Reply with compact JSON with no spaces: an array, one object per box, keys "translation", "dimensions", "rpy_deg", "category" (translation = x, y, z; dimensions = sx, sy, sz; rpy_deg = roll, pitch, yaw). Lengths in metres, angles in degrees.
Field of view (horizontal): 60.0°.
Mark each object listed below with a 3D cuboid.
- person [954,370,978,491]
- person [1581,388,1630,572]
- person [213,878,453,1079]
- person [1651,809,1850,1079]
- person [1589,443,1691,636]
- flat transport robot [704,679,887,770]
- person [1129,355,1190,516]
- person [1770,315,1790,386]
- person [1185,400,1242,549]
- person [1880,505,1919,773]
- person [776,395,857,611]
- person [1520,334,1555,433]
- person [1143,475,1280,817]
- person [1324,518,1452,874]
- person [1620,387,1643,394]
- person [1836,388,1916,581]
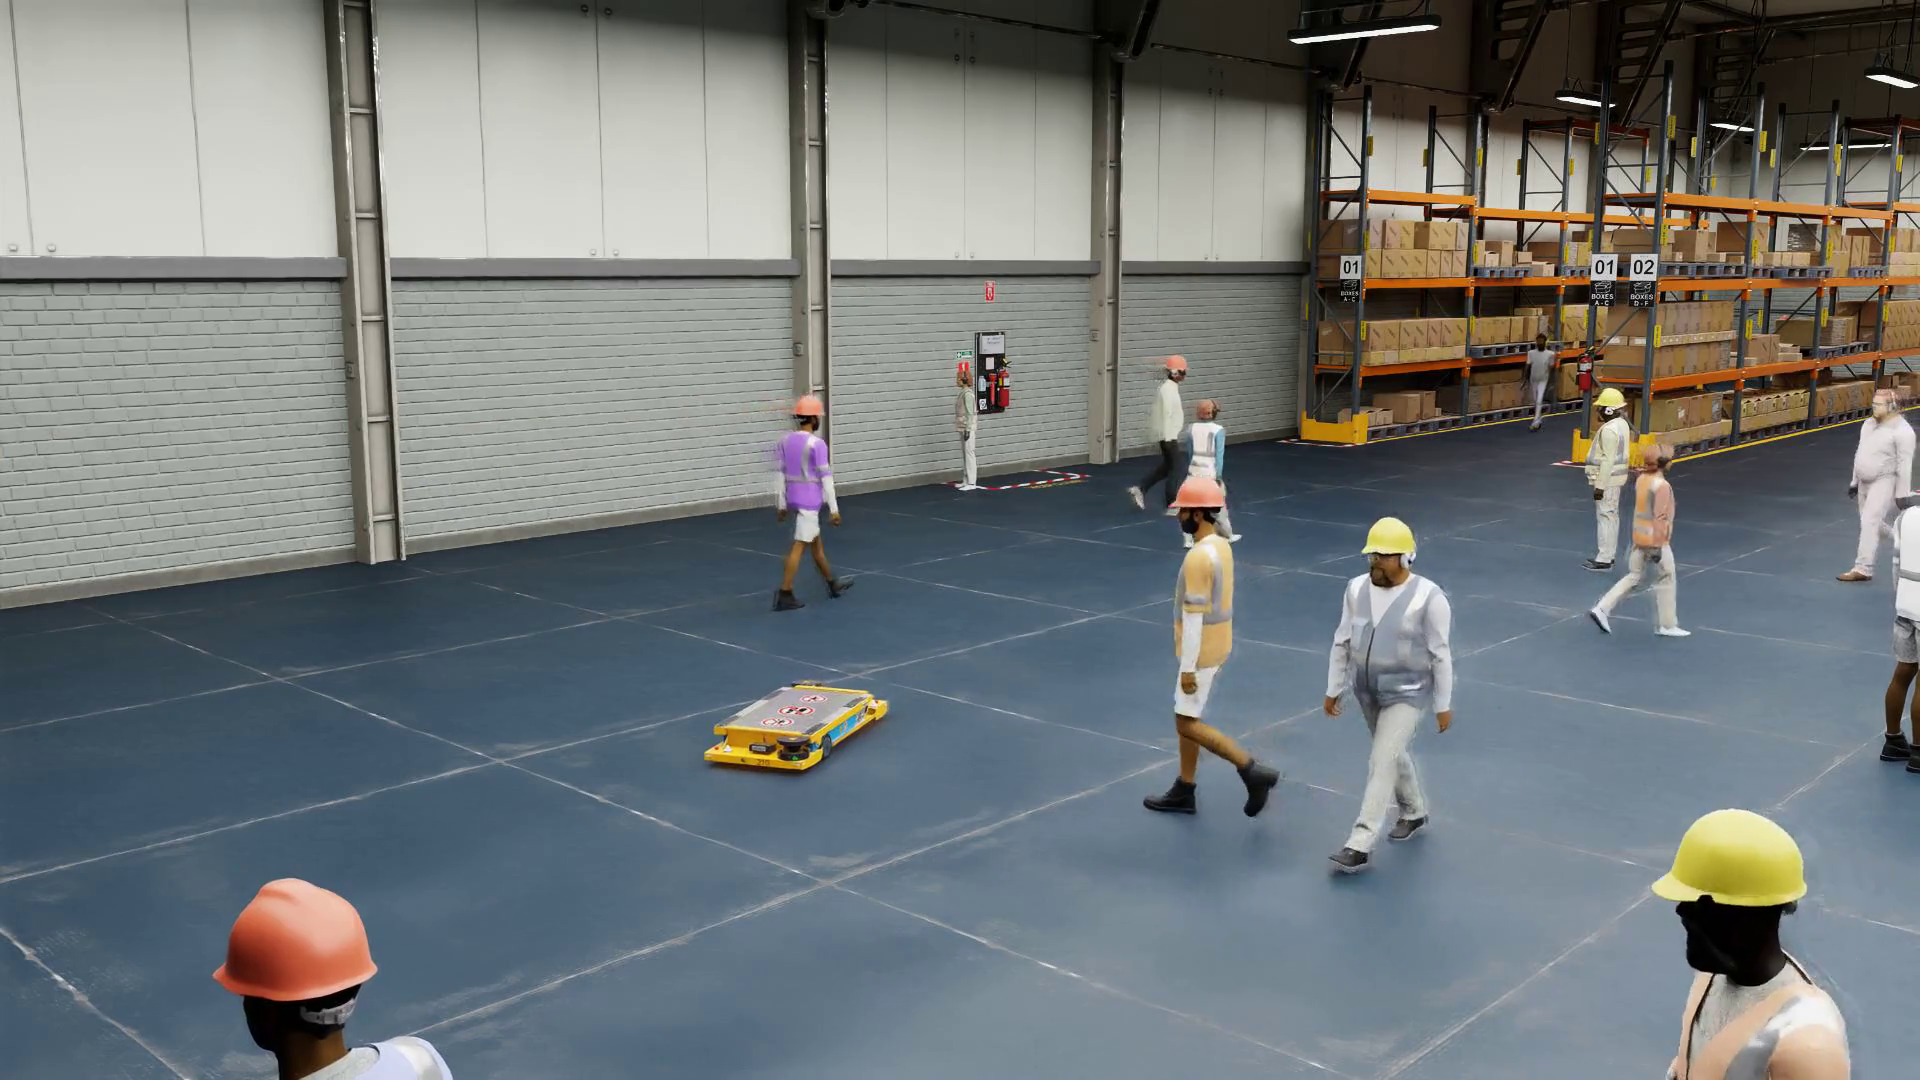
[{"translation":[0.085,-1.490,22.651],"dimensions":[0.315,1.640,0.514],"rpy_deg":[-1,9,-7],"category":"person"},{"translation":[6.465,-0.603,16.649],"dimensions":[0.404,1.837,0.587],"rpy_deg":[6,11,31],"category":"person"},{"translation":[-1.179,1.570,3.100],"dimensions":[0.362,1.938,0.545],"rpy_deg":[4,10,22],"category":"person"},{"translation":[1.577,1.503,3.630],"dimensions":[0.910,1.885,0.619],"rpy_deg":[2,9,11],"category":"person"},{"translation":[5.620,0.001,13.649],"dimensions":[0.761,1.611,0.523],"rpy_deg":[0,9,-1],"category":"person"},{"translation":[-1.022,1.163,10.645],"dimensions":[0.652,0.197,1.431],"rpy_deg":[3,10,18],"category":"flat transport robot"},{"translation":[2.462,-1.274,20.332],"dimensions":[0.679,1.980,0.622],"rpy_deg":[1,9,7],"category":"person"},{"translation":[17.057,-3.636,34.520],"dimensions":[0.607,2.041,0.377],"rpy_deg":[8,12,39],"category":"person"},{"translation":[2.721,-0.712,18.005],"dimensions":[0.785,1.603,0.549],"rpy_deg":[-8,12,-40],"category":"person"},{"translation":[5.848,0.439,10.019],"dimensions":[0.374,1.930,0.542],"rpy_deg":[0,9,-2],"category":"person"},{"translation":[-1.281,-0.341,14.864],"dimensions":[0.982,1.890,0.568],"rpy_deg":[-8,12,-39],"category":"person"},{"translation":[10.717,-2.915,30.807],"dimensions":[0.534,1.825,0.993],"rpy_deg":[7,12,36],"category":"person"},{"translation":[1.377,0.602,9.065],"dimensions":[0.696,1.916,0.554],"rpy_deg":[4,10,21],"category":"person"},{"translation":[2.182,0.761,8.521],"dimensions":[0.946,1.780,0.613],"rpy_deg":[-7,12,-38],"category":"person"},{"translation":[12.603,-2.992,31.066],"dimensions":[0.624,1.876,0.939],"rpy_deg":[7,12,36],"category":"person"},{"translation":[8.948,-0.533,16.089],"dimensions":[0.808,1.884,0.643],"rpy_deg":[0,9,-3],"category":"person"}]
